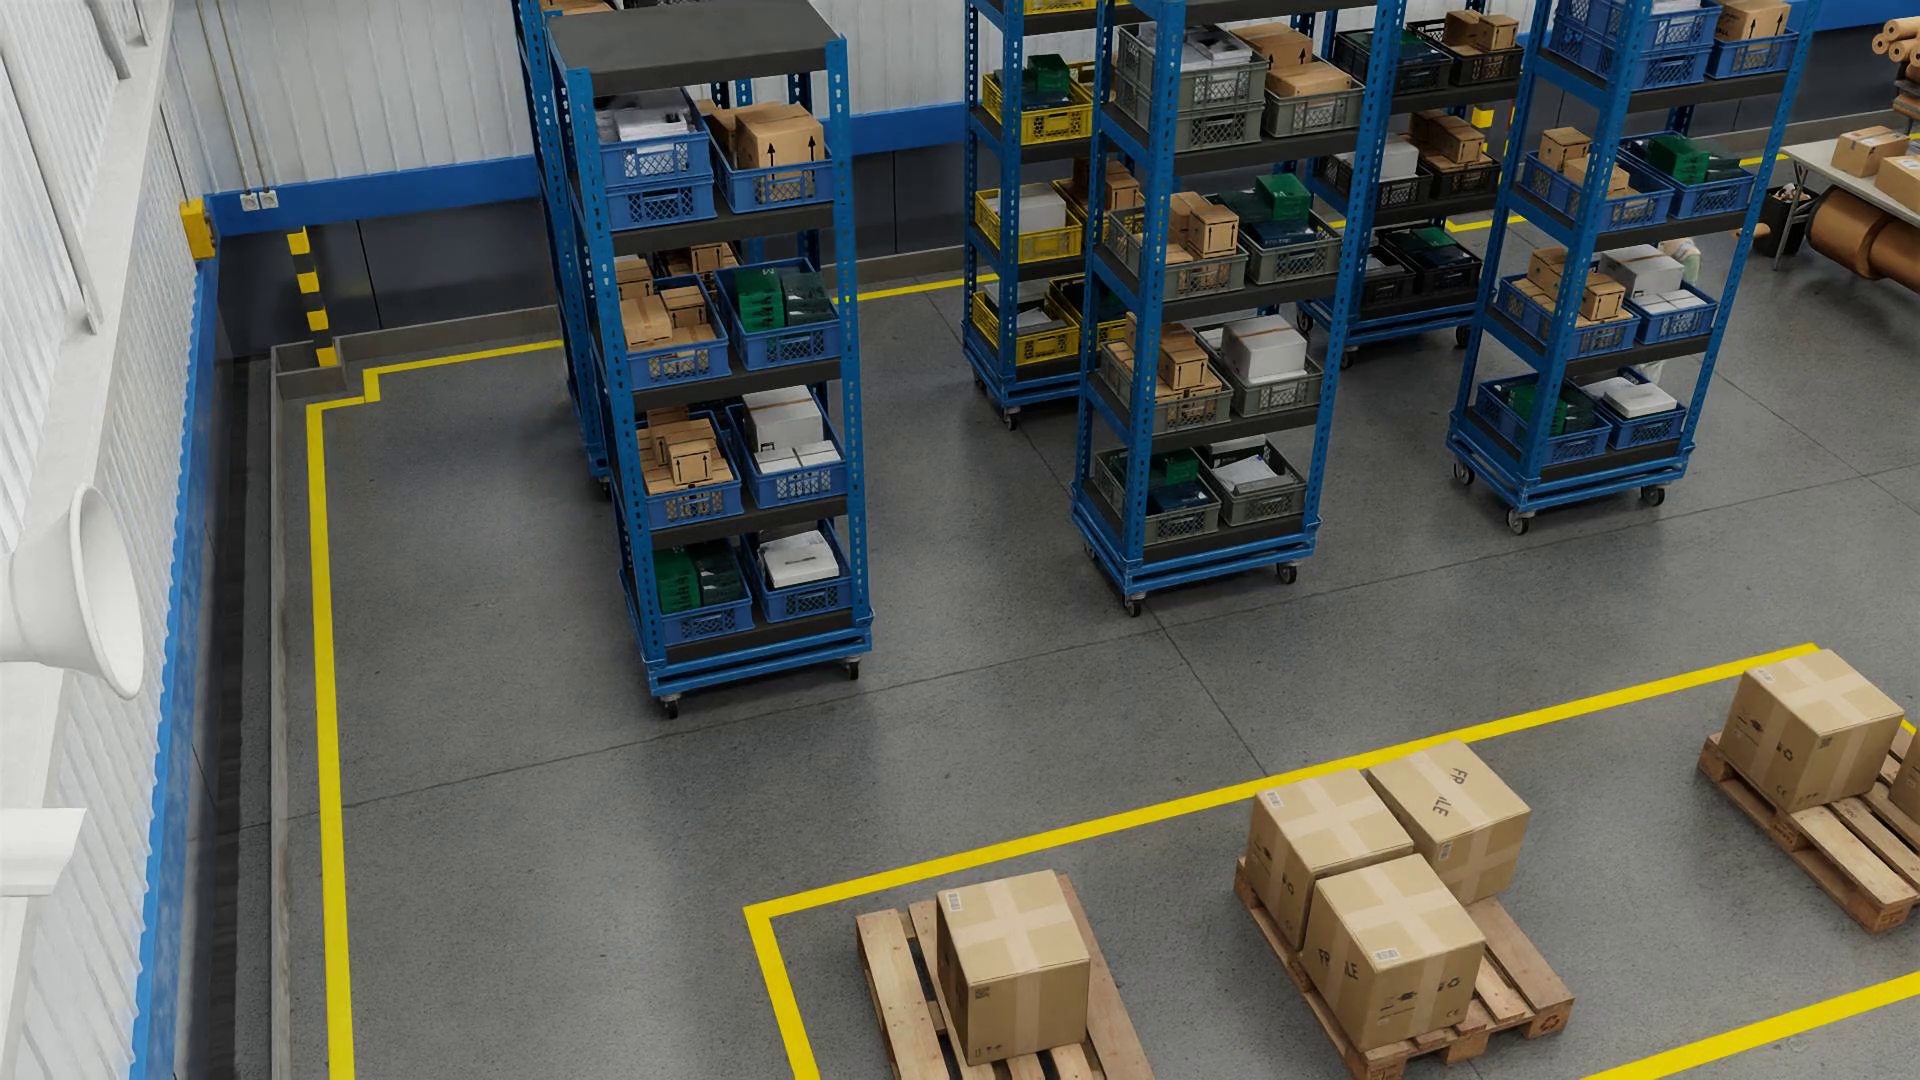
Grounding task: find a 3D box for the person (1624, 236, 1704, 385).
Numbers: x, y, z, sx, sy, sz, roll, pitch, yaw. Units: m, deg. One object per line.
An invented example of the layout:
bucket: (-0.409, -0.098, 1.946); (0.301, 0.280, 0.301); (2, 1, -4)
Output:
person: (4.640, -1.515, 11.001); (0.308, 1.636, 0.524); (-5, 36, -8)
